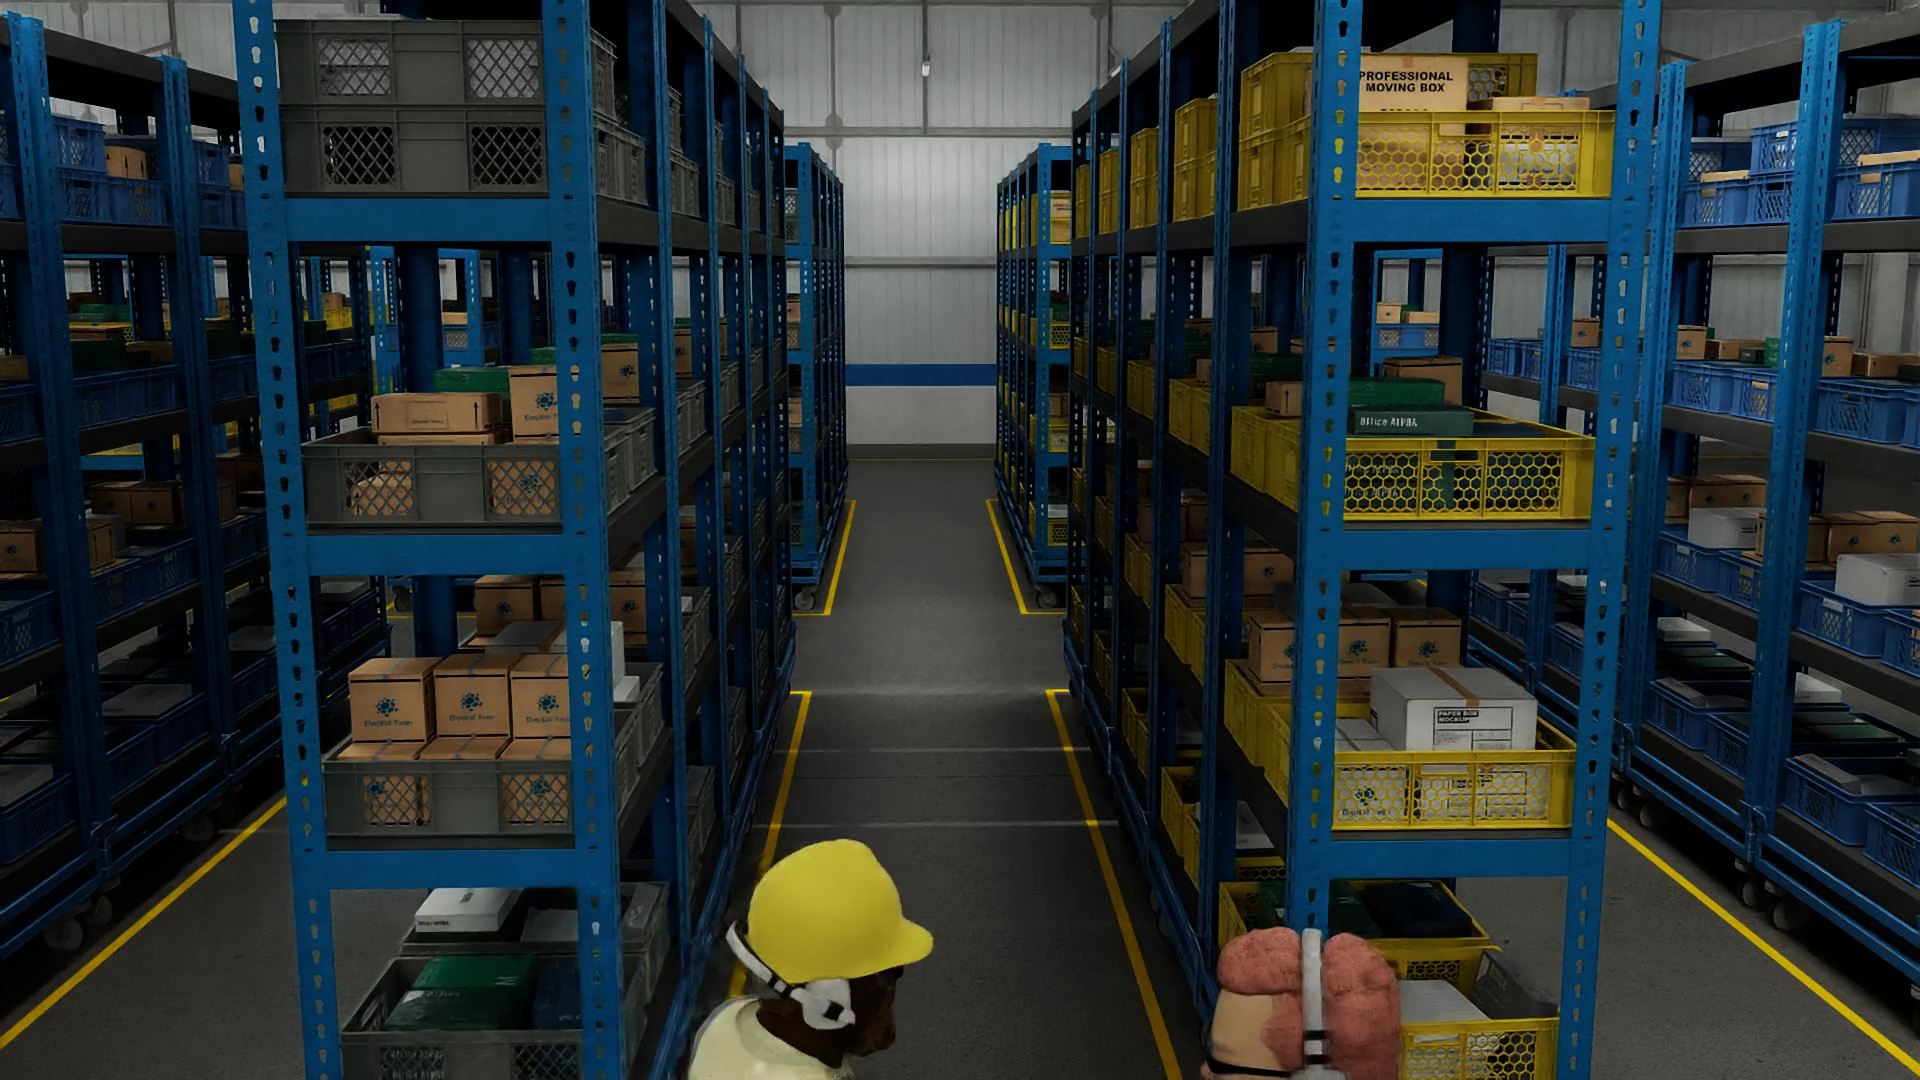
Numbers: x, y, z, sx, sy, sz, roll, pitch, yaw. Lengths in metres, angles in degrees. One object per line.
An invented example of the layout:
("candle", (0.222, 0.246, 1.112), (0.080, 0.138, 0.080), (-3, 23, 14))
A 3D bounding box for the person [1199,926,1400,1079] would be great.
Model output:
("person", (0.422, 1.402, 2.108), (0.404, 1.904, 0.651), (1, 9, 4))

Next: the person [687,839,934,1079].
("person", (-0.245, 1.357, 2.658), (0.417, 1.822, 0.598), (-3, 10, -17))
